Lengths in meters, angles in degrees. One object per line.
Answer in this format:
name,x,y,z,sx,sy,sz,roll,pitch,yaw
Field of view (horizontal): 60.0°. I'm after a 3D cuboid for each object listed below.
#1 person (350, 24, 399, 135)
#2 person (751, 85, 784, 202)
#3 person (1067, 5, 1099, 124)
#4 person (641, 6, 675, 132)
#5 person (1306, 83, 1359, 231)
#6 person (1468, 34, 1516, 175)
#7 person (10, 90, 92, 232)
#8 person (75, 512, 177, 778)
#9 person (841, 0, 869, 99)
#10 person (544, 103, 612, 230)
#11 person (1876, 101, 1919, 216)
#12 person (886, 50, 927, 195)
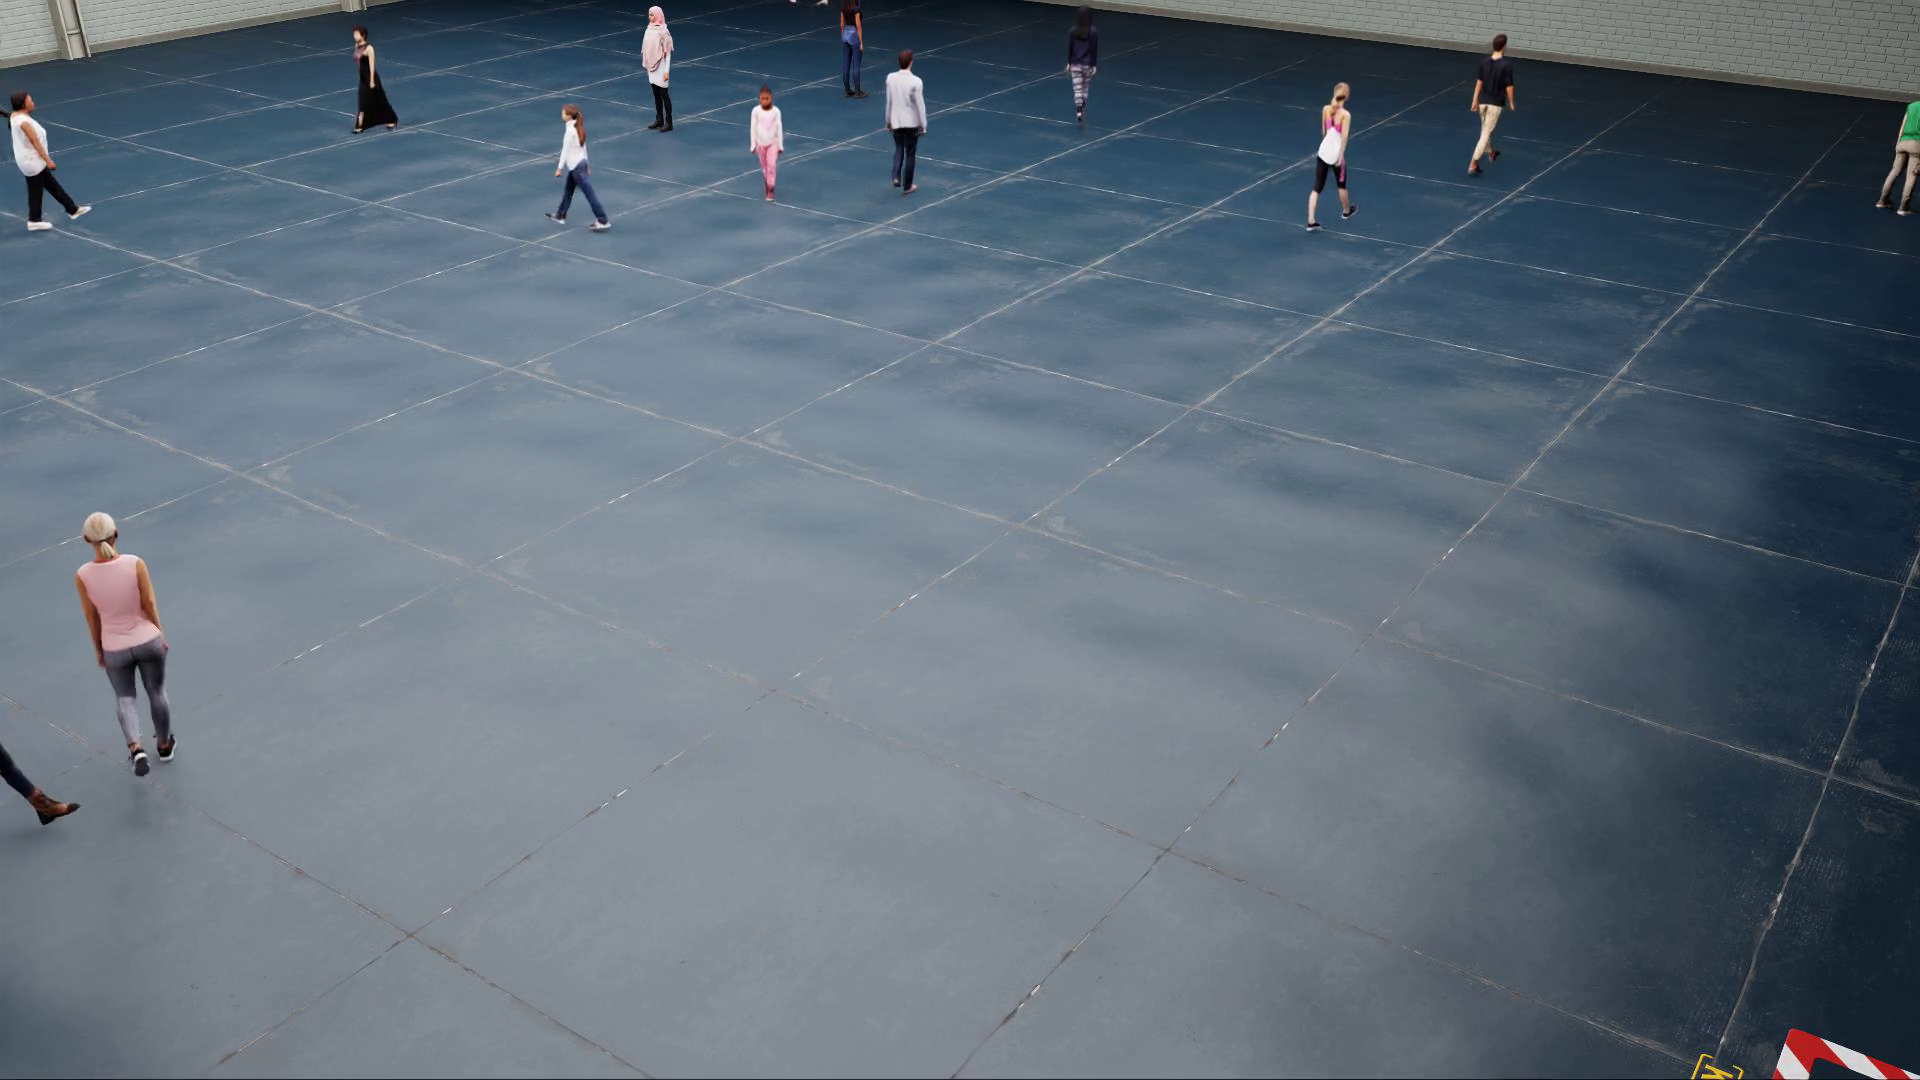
person,-8.686,-6.812,24.666,0.590,1.554,1.022,18,32,31
person,-2.509,-5.182,21.650,0.889,1.417,1.057,1,27,2
person,1.845,-7.195,25.250,0.979,1.701,1.169,1,27,2
person,-4.495,-7.035,24.827,0.658,1.804,0.632,23,35,37
person,4.438,-4.608,20.189,1.189,1.735,0.772,-23,35,-38
person,7.156,-5.862,22.544,1.219,1.809,0.851,-21,34,-35
person,-11.337,-4.594,20.245,1.092,1.658,0.872,-17,32,-30
person,-4.971,0.670,9.968,0.895,1.708,0.878,-11,29,-20
person,-1.753,-8.043,26.855,0.576,1.739,0.547,20,34,34
person,-4.575,-4.499,20.226,0.914,1.507,1.066,3,27,7
person,11.979,-4.928,20.905,0.708,1.648,0.701,-17,32,-30
person,-0.760,-5.410,21.637,0.735,1.836,0.686,12,30,22
